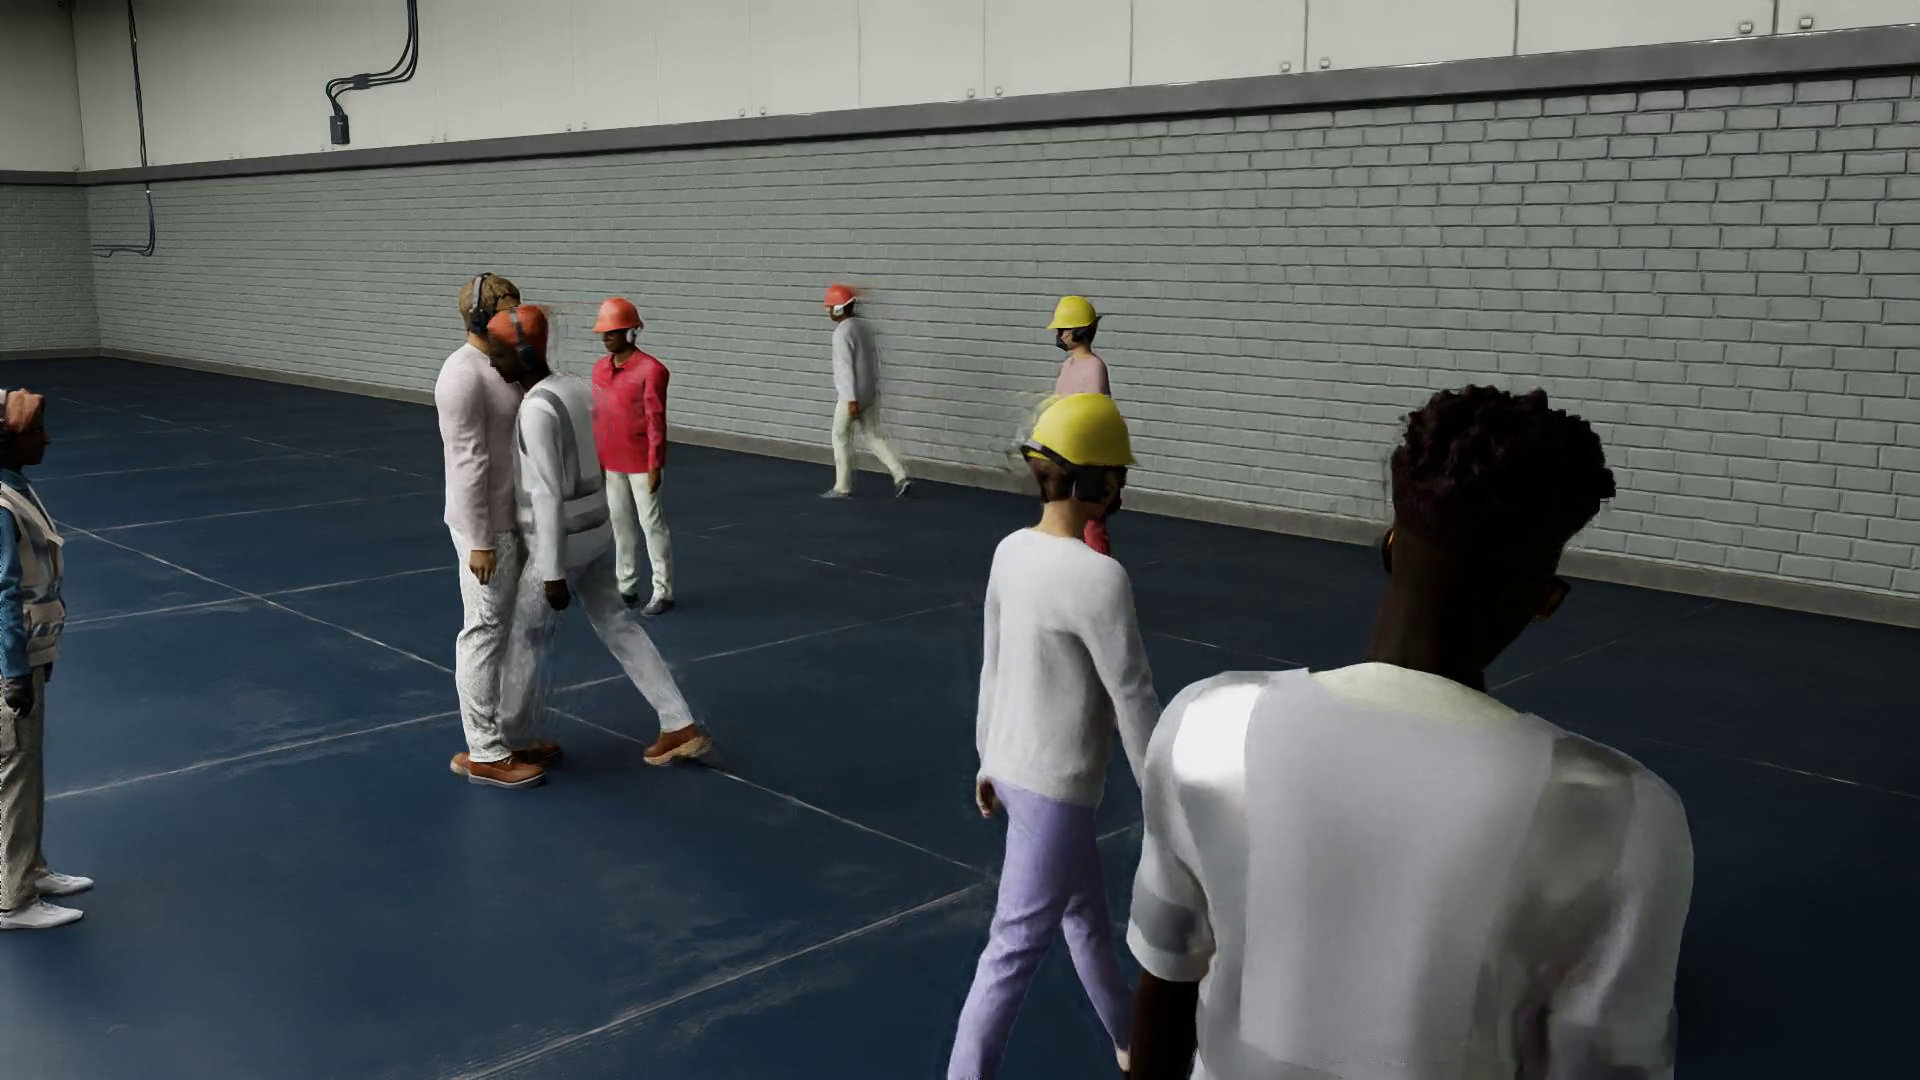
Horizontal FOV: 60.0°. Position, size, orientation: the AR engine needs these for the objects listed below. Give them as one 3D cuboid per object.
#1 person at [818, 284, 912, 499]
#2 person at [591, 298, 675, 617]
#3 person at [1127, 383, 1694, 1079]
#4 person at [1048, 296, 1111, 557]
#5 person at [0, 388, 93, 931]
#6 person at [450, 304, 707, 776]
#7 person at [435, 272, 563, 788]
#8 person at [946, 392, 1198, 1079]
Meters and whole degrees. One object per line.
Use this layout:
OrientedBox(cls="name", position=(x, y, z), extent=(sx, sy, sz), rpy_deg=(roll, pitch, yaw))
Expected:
OrientedBox(cls="person", position=(-0.736, -1.156, 13.073), extent=(0.727, 1.712, 0.578), rpy_deg=(4, 11, 20))
OrientedBox(cls="person", position=(-1.830, -0.450, 9.122), extent=(0.557, 1.742, 0.358), rpy_deg=(7, 13, 35))
OrientedBox(cls="person", position=(0.427, 0.795, 1.832), extent=(0.624, 1.932, 0.721), rpy_deg=(5, 11, 25))
OrientedBox(cls="person", position=(0.626, -0.398, 8.773), extent=(0.329, 1.765, 0.526), rpy_deg=(-3, 11, -16))
OrientedBox(cls="person", position=(-2.841, 0.359, 5.012), extent=(0.321, 1.628, 0.510), rpy_deg=(-5, 12, -26))
OrientedBox(cls="person", position=(-1.461, 0.015, 6.341), extent=(0.974, 1.835, 0.654), rpy_deg=(1, 10, 4))
OrientedBox(cls="person", position=(-1.759, -0.040, 6.340), extent=(0.372, 1.940, 0.631), rpy_deg=(0, 10, 0))
OrientedBox(cls="person", position=(0.302, 0.539, 3.775), extent=(0.875, 1.729, 0.546), rpy_deg=(-4, 11, -21))
